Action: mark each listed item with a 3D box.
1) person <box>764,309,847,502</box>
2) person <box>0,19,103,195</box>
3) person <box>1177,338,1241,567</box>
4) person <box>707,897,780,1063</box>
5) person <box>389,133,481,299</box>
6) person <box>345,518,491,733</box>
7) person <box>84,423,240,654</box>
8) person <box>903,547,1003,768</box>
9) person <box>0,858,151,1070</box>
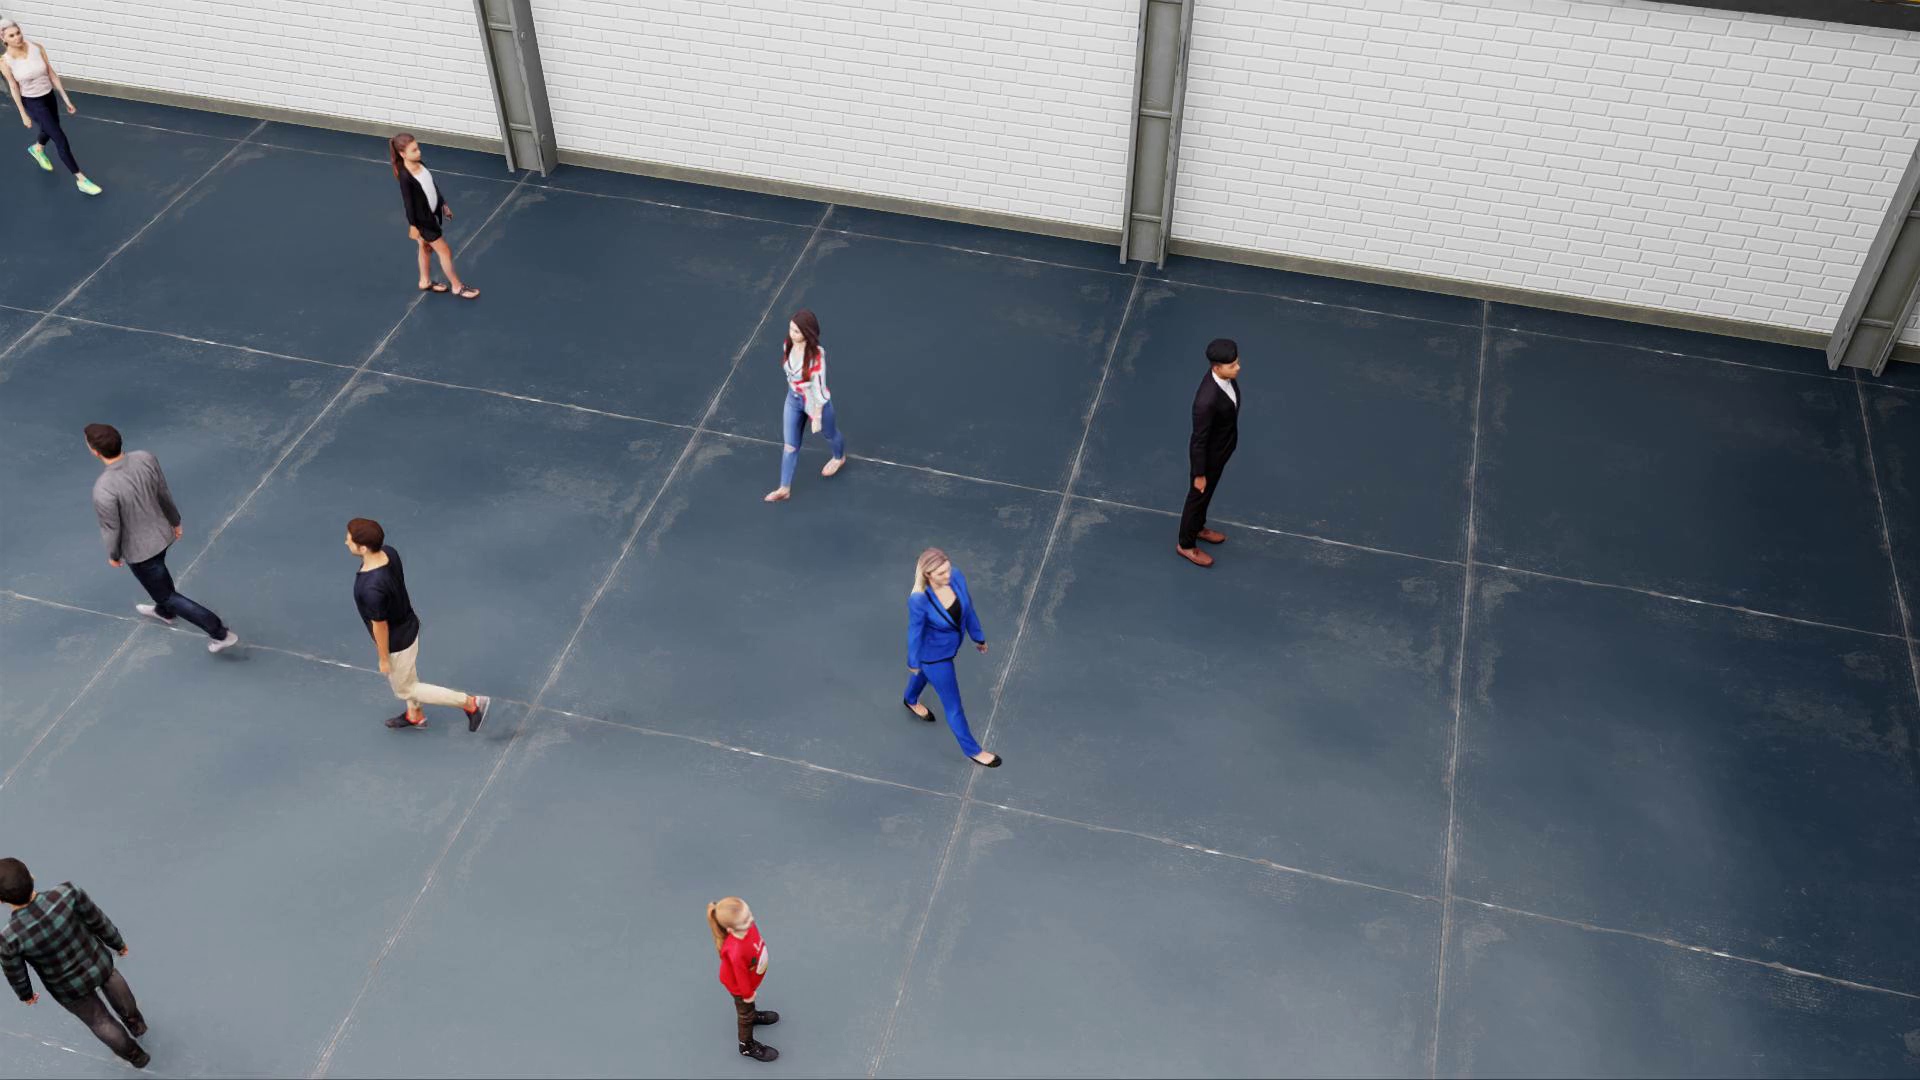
[{"bbox_3d":[-1.049,-1.033,12.272,1.069,1.569,0.957,29,51,27],"label":"person"},{"bbox_3d":[-8.531,-4.033,15.352,1.217,1.665,0.793,20,47,20],"label":"person"},{"bbox_3d":[1.741,-0.642,11.634,0.588,1.883,0.728,16,46,16],"label":"person"},{"bbox_3d":[-1.161,2.332,8.949,0.578,1.281,0.552,-1,44,-2],"label":"person"},{"bbox_3d":[-4.622,-2.755,14.100,0.833,1.540,0.610,5,44,5],"label":"person"},{"bbox_3d":[-3.422,0.593,10.368,1.071,1.841,0.876,-5,44,-5],"label":"person"},{"bbox_3d":[-5.301,0.031,10.959,1.158,1.840,0.693,9,44,10],"label":"person"},{"bbox_3d":[-0.202,0.642,10.448,1.194,1.659,0.887,26,50,25],"label":"person"},{"bbox_3d":[-4.553,2.236,8.642,0.762,1.706,0.798,25,49,24],"label":"person"}]
